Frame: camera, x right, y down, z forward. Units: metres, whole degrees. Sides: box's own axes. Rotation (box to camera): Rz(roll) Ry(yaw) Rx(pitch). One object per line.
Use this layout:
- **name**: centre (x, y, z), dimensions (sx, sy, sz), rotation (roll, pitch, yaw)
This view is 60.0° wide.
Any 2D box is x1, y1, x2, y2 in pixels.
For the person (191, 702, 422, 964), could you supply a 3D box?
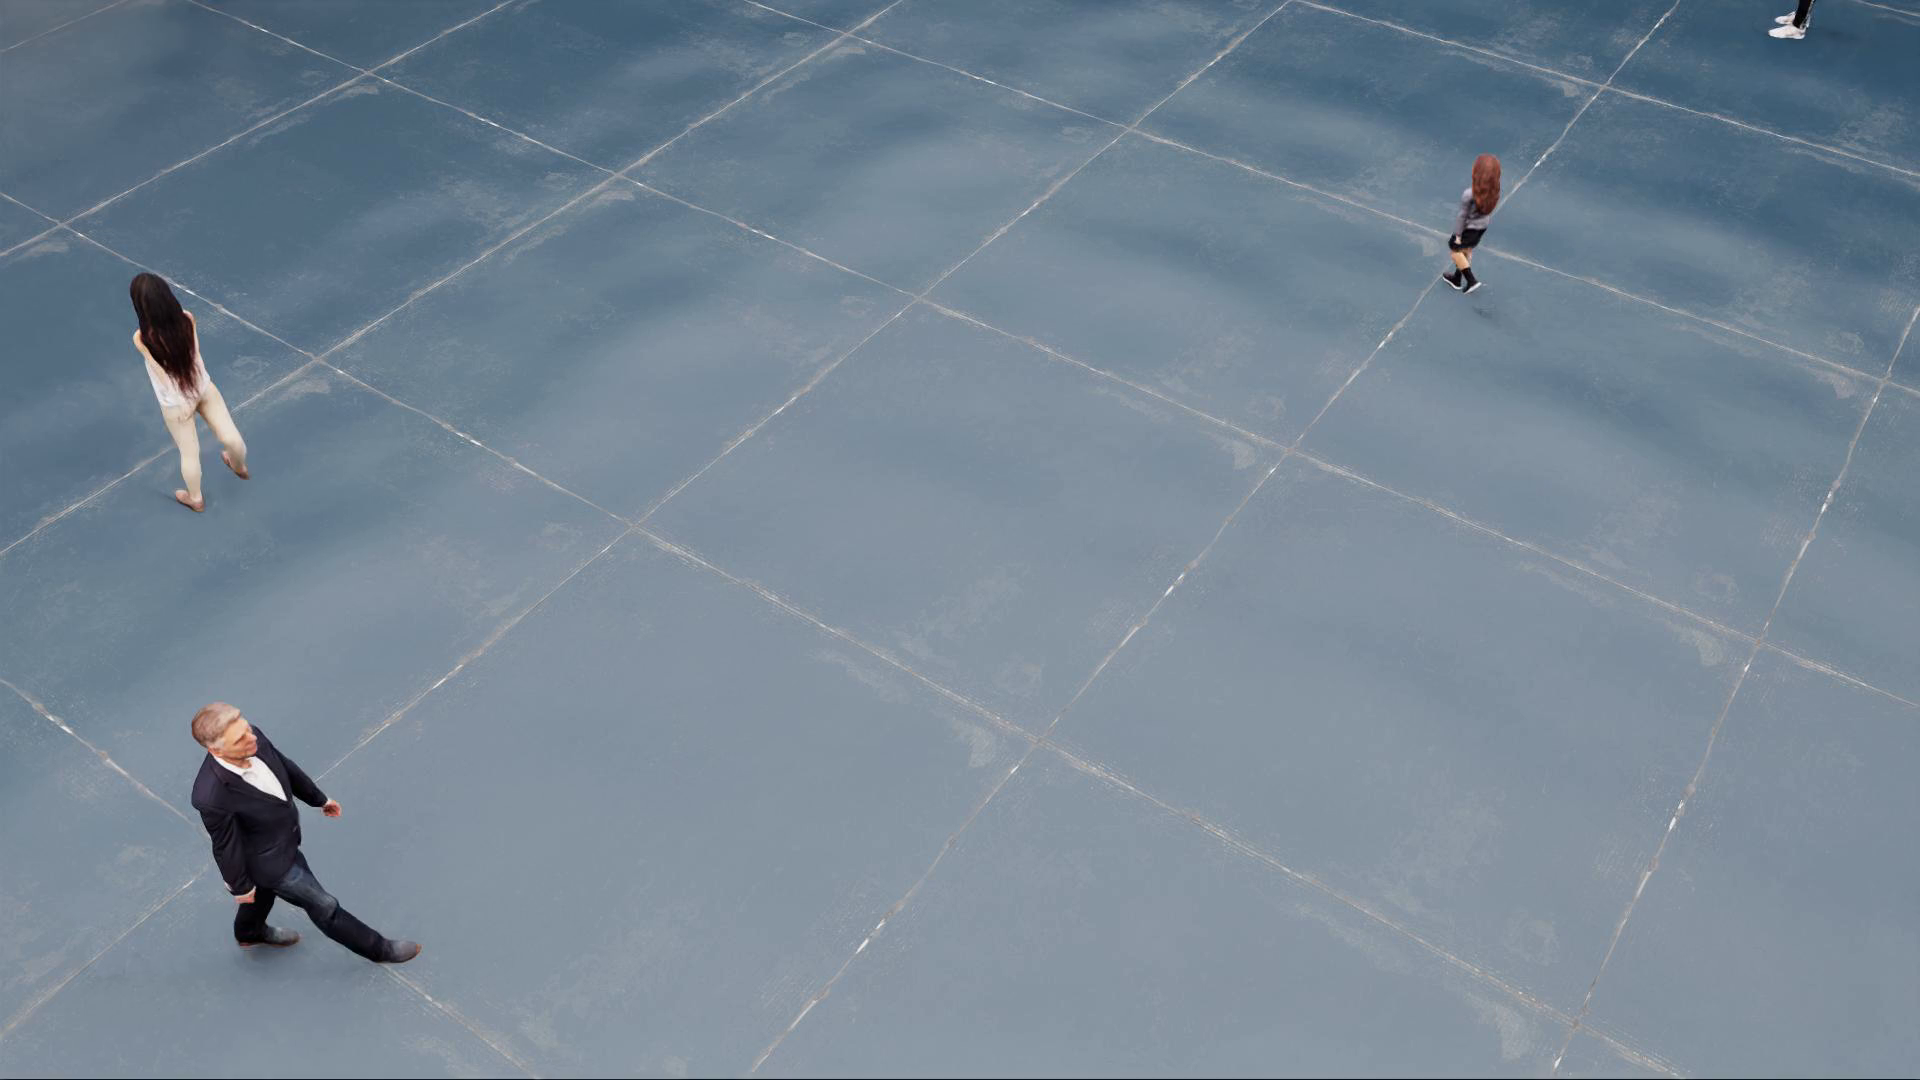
- **person**: centre (-3.188, 1.344, 7.482), dimensions (1.274, 1.769, 1.109), rotation (1, 43, 1)

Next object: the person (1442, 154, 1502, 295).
- **person**: centre (3.659, -2.219, 11.789), dimensions (0.605, 1.098, 0.700), rotation (-21, 47, -21)

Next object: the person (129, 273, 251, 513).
- **person**: centre (-4.719, -0.927, 9.998), dimensions (0.677, 1.654, 0.571), rotation (25, 49, 25)
